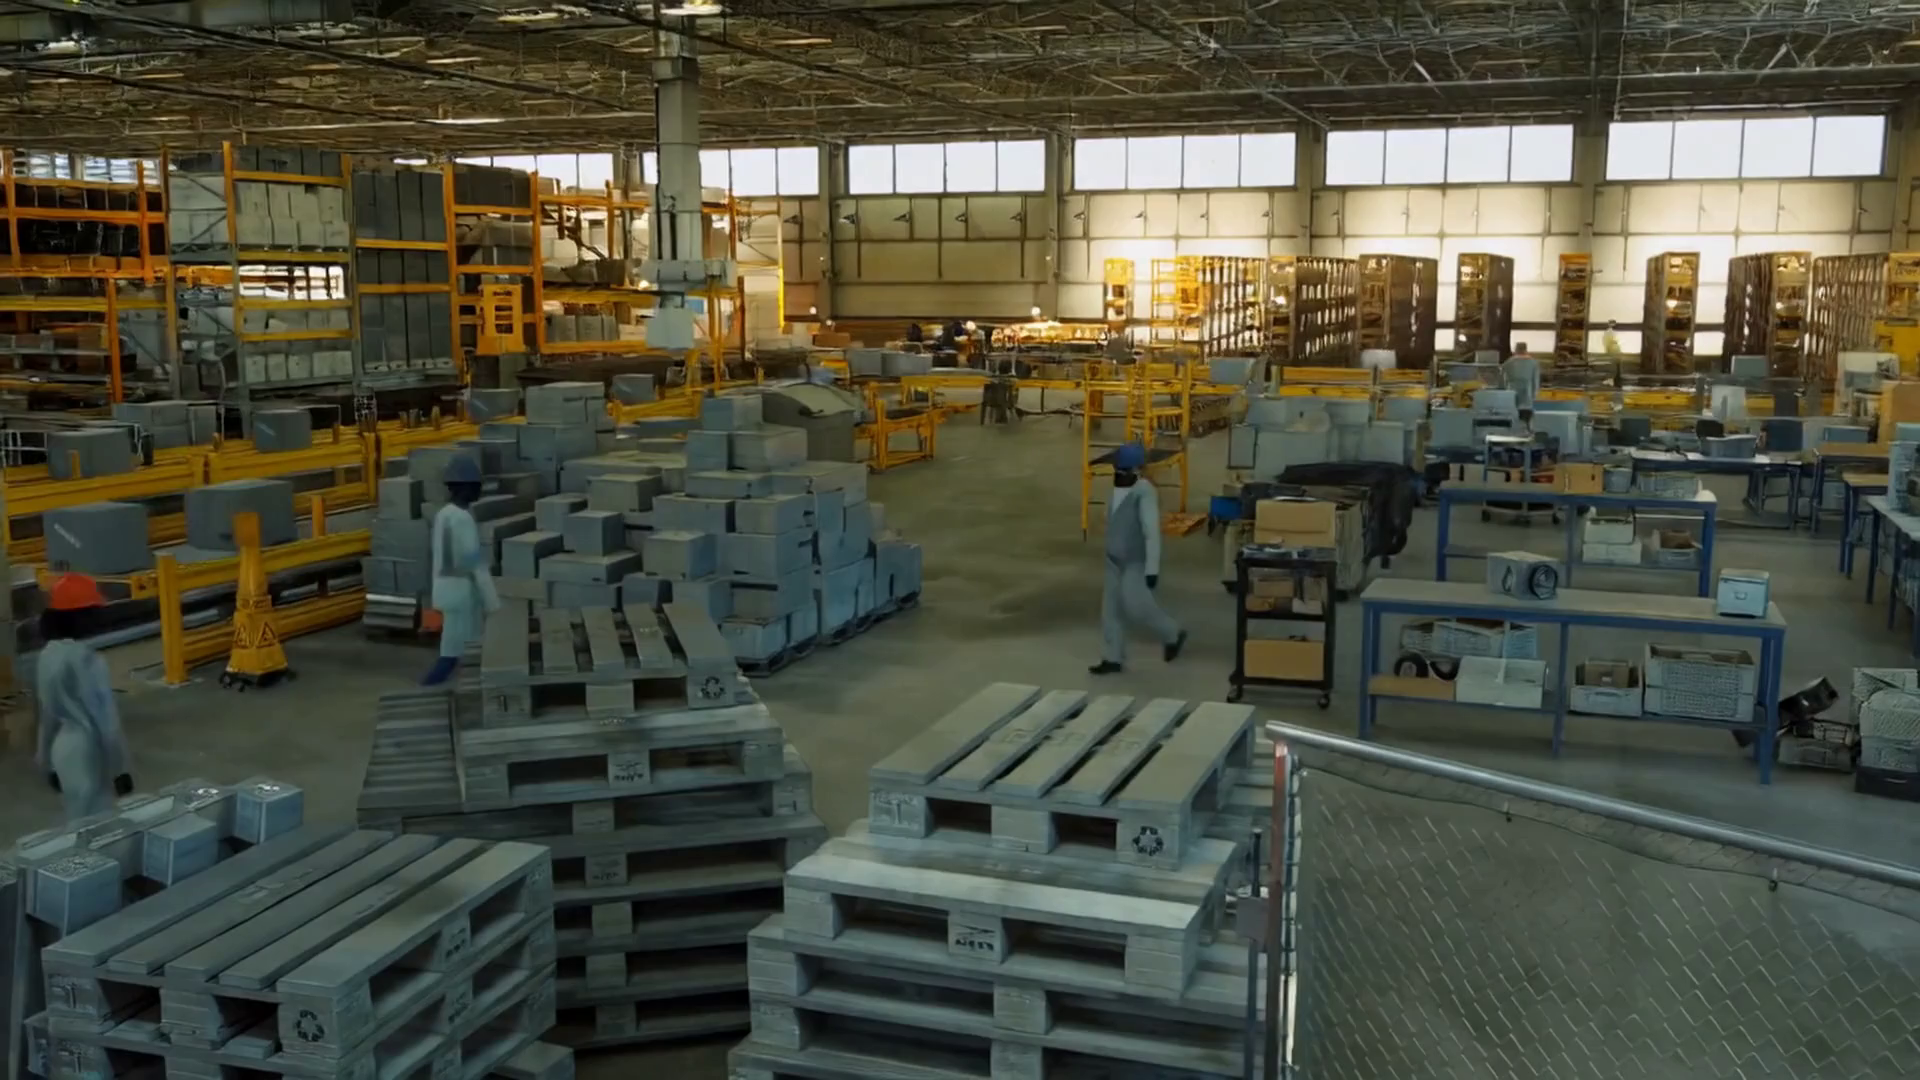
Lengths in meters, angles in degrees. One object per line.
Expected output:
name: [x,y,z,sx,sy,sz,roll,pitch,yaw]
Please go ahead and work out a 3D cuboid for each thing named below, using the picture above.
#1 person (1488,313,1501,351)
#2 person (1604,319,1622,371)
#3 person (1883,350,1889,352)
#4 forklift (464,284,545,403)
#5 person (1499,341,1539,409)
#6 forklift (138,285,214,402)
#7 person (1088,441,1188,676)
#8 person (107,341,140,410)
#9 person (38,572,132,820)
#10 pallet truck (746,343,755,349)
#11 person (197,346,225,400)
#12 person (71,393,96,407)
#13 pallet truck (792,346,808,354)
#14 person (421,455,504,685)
person: [16.171,-5.994,50.548,0.486,1.974,0.619,1,9,5]
person: [18.885,-5.502,48.088,0.624,1.782,0.592,-3,10,-19]
person: [20.219,-3.616,36.334,0.536,1.742,0.530,-7,12,-39]
forklift: [-10.832,-4.702,39.610,1.129,2.768,1.873,3,10,20]
person: [9.640,-2.475,28.727,0.643,1.897,0.400,1,9,9]
forklift: [-17.480,-4.200,36.461,1.873,2.768,1.129,3,10,19]
person: [1.358,0.140,12.602,0.702,1.809,0.607,-5,10,-27]
person: [-14.232,-2.426,28.323,0.384,1.929,0.539,7,11,36]
person: [-3.979,1.001,7.435,0.487,1.716,0.741,8,12,41]
pallet truck: [-6.183,-4.618,44.264,1.601,1.201,0.680,-9,12,-43]
person: [-14.828,-3.022,32.963,0.501,1.633,0.286,-1,9,-4]
person: [-20.470,-4.062,38.727,0.648,1.880,0.782,4,10,25]
pallet truck: [-3.705,-4.298,42.022,0.653,1.274,1.630,3,10,20]
person: [-3.220,0.399,10.730,1.011,1.891,0.549,-5,10,-30]
